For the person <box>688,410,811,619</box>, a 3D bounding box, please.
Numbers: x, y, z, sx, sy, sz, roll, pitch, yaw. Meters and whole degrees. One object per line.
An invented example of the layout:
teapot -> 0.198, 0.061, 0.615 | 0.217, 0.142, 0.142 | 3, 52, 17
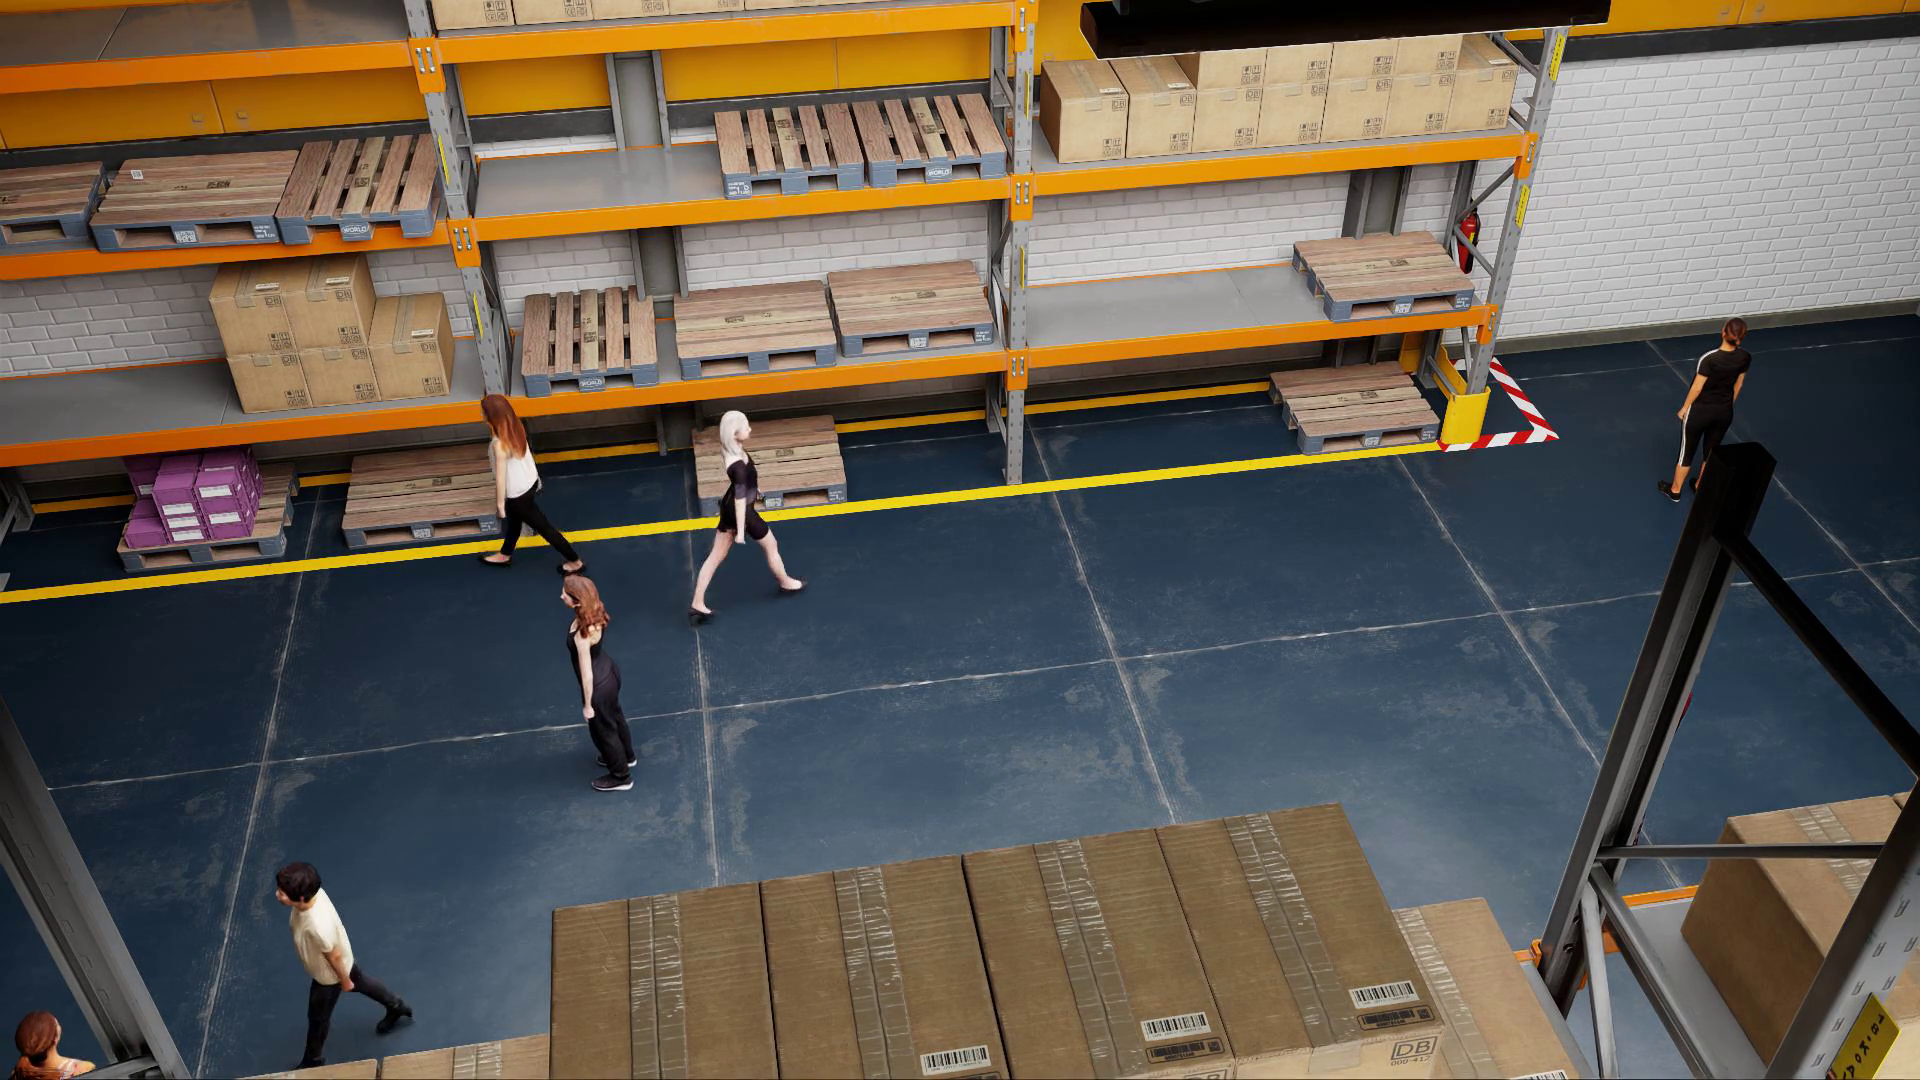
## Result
person -> -1.686, -0.134, 12.026 | 1.270, 1.776, 0.893 | -20, 43, -24

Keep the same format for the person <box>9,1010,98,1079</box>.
person -> -4.285, 2.976, 8.130 | 0.523, 1.777, 0.618 | -7, 39, -9

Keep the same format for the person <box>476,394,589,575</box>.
person -> -3.180, -0.357, 12.391 | 1.165, 1.669, 0.793 | 4, 39, 5

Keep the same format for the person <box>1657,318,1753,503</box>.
person -> 5.975, -1.039, 13.246 | 0.471, 1.668, 0.651 | -4, 39, -5

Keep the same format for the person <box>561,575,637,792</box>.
person -> -2.321, 0.917, 10.737 | 0.507, 1.744, 0.564 | -5, 39, -6

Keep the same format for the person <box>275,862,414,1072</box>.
person -> -3.398, 2.305, 9.157 | 1.031, 1.546, 0.764 | -17, 42, -20
